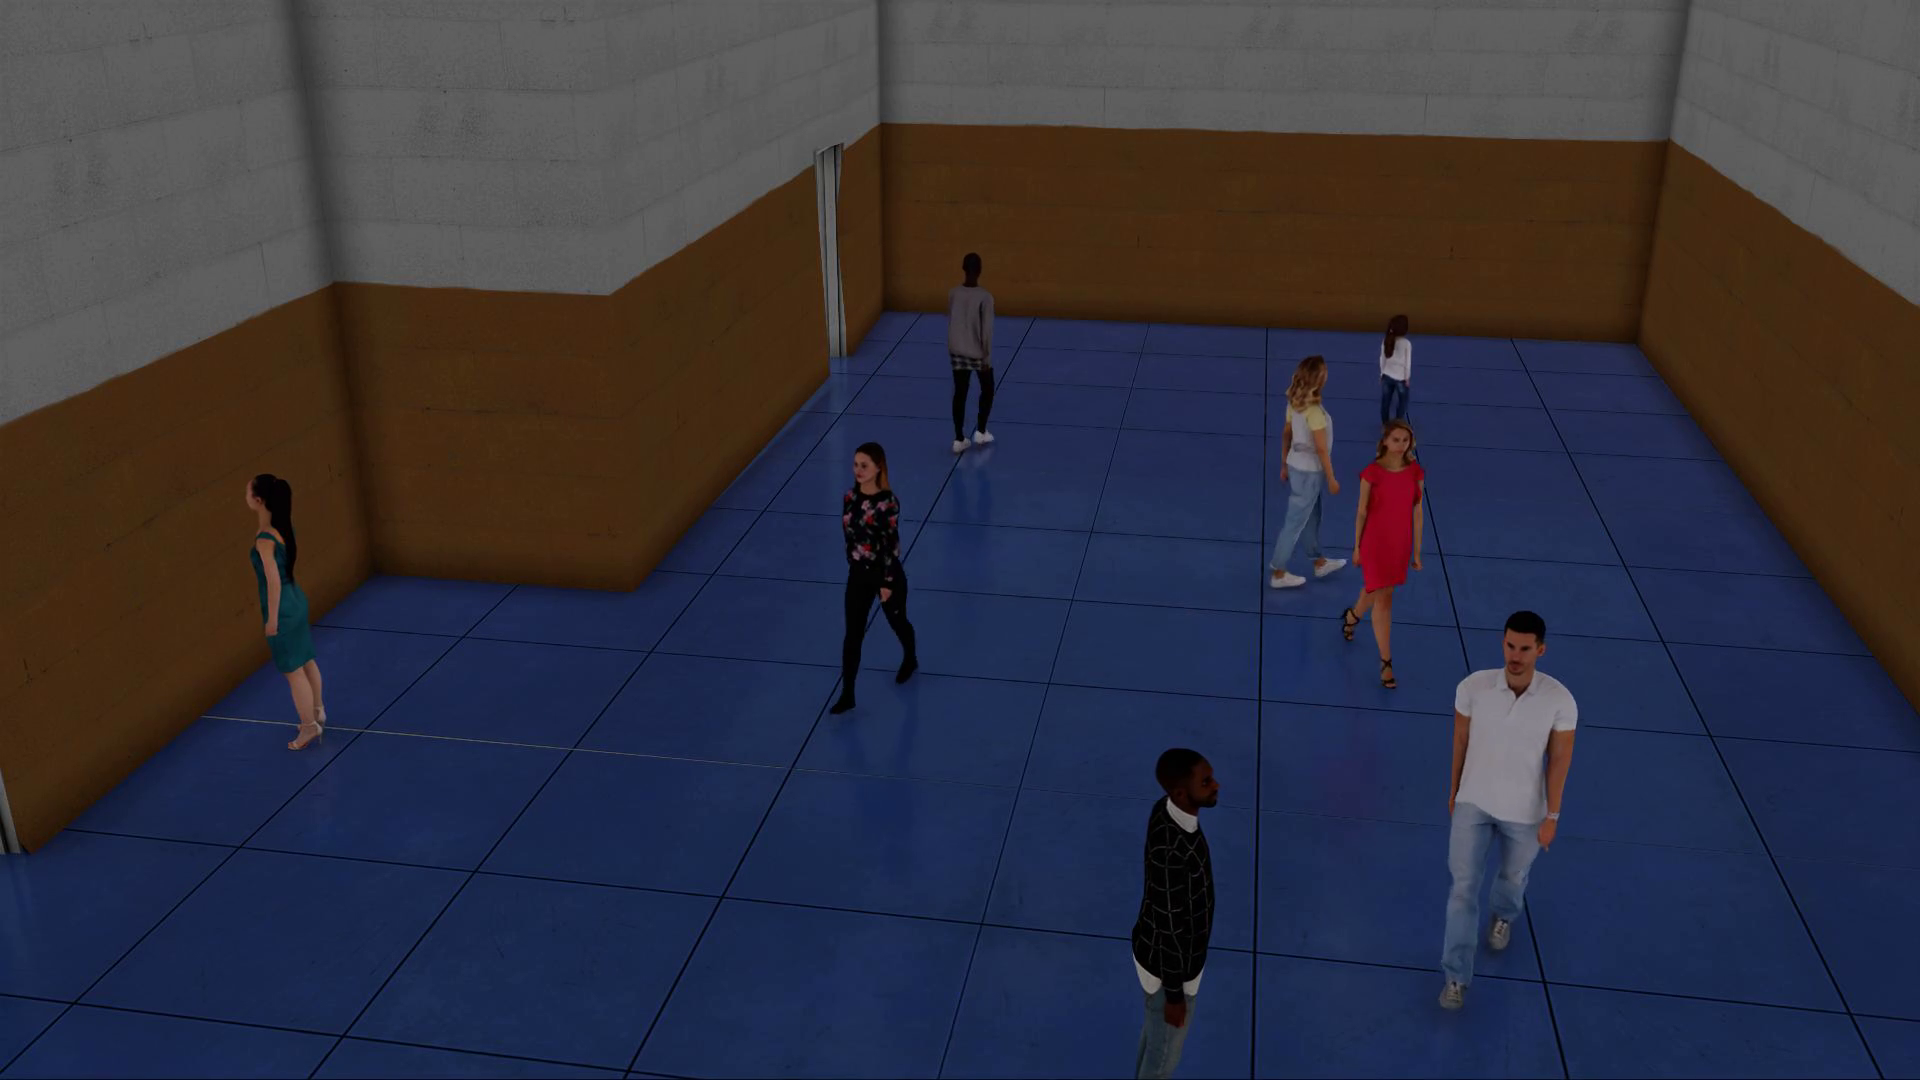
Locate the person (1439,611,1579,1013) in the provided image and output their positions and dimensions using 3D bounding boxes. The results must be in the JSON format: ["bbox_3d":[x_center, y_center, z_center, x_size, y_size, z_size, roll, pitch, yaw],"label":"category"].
[{"bbox_3d":[2.487,1.164,7.567,1.170,1.819,0.938,10,24,24],"label":"person"}]

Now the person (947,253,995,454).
[{"bbox_3d":[0.043,-1.607,14.553,0.729,1.754,0.778,9,24,22],"label":"person"}]

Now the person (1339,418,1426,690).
[{"bbox_3d":[2.668,0.026,10.577,1.057,1.687,0.911,-4,22,-11],"label":"person"}]

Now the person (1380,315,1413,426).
[{"bbox_3d":[3.950,-1.505,15.169,0.559,1.105,0.612,14,26,32],"label":"person"}]

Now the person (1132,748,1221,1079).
[{"bbox_3d":[0.805,1.612,6.452,0.533,1.820,0.653,4,22,10],"label":"person"}]

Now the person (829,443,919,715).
[{"bbox_3d":[-0.461,0.206,10.189,1.076,1.642,0.835,11,24,25],"label":"person"}]

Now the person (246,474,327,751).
[{"bbox_3d":[-3.902,0.414,9.612,0.547,1.686,0.590,-2,22,-4],"label":"person"}]

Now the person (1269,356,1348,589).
[{"bbox_3d":[2.363,-0.449,11.710,0.989,1.709,0.833,-4,22,-11],"label":"person"}]
